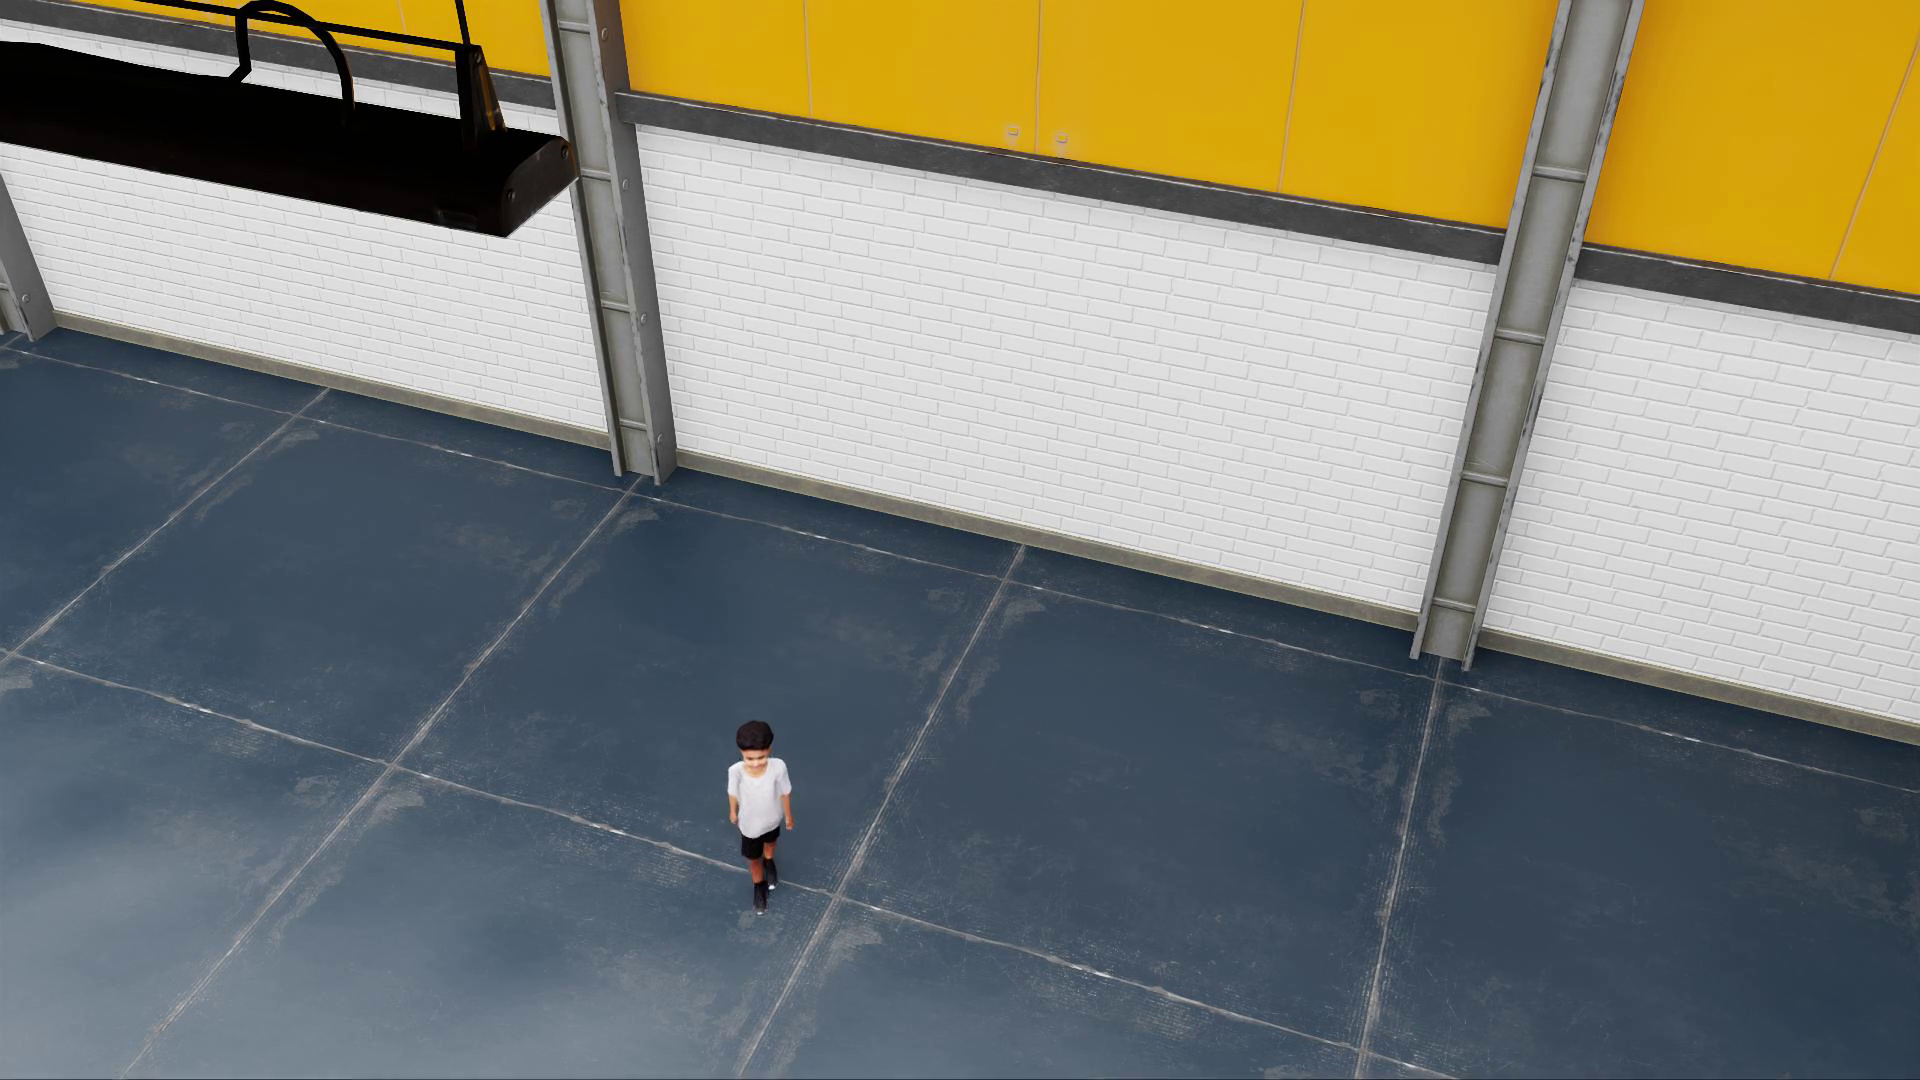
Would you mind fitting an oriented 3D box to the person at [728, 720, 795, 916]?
[{"bbox_3d":[-1.114,1.446,9.259,0.684,1.248,0.722,-7,39,-9],"label":"person"}]
